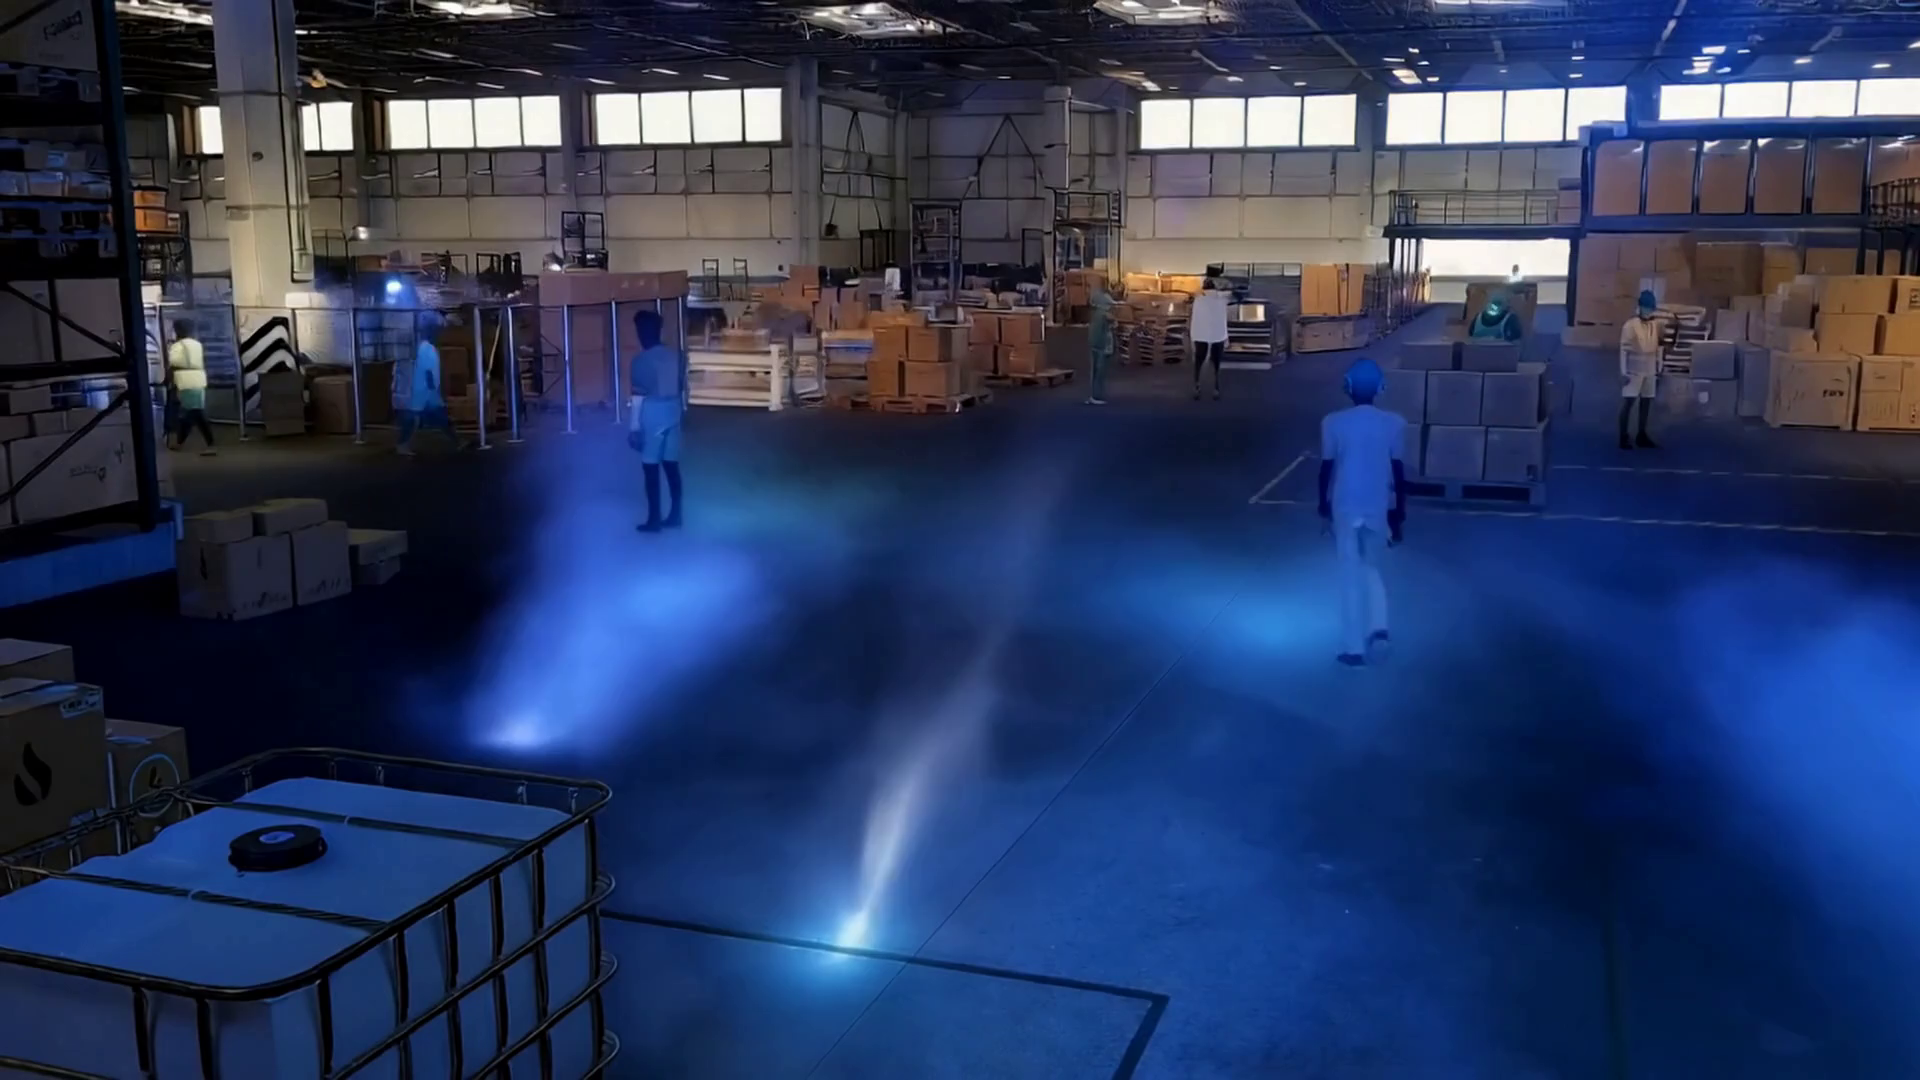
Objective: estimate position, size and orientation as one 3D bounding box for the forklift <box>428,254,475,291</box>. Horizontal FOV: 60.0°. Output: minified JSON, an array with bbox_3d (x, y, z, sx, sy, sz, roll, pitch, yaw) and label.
[{"bbox_3d":[-20.133,-10.254,65.465,1.157,1.987,2.680,3,11,19],"label":"forklift"}]

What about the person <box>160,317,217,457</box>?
[{"bbox_3d":[-9.212,-1.813,19.741,0.874,1.648,0.552,2,10,9],"label":"person"}]

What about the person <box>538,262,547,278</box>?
[{"bbox_3d":[-15.477,-9.348,61.533,0.762,1.889,0.647,-3,11,-17],"label":"person"}]

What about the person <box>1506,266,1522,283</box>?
[{"bbox_3d":[17.790,-7.900,53.491,0.584,1.847,0.942,-3,10,-15],"label":"person"}]

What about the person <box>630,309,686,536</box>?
[{"bbox_3d":[-2.624,-1.006,14.354,0.390,1.957,0.603,7,12,33],"label":"person"}]

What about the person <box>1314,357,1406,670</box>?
[{"bbox_3d":[2.354,-0.150,9.849,0.494,1.847,0.420,-1,10,-6],"label":"person"}]

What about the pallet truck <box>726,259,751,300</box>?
[{"bbox_3d":[-7.986,-9.493,62.019,0.823,1.965,1.885,3,11,17],"label":"pallet truck"}]

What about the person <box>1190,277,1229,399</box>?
[{"bbox_3d":[4.051,-3.263,26.971,0.625,1.982,0.399,1,10,5],"label":"person"}]

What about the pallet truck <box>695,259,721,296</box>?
[{"bbox_3d":[-9.165,-9.627,62.776,0.823,1.965,1.885,4,11,23],"label":"pallet truck"}]

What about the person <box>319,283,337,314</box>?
[{"bbox_3d":[-12.563,-4.202,32.921,0.475,1.756,0.534,4,11,22],"label":"person"}]

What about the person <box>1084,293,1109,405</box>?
[{"bbox_3d":[2.165,-2.980,26.022,0.331,1.761,0.527,-5,11,-28],"label":"person"}]

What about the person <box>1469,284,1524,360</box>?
[{"bbox_3d":[6.695,-2.226,20.973,0.712,2.000,0.538,9,13,41],"label":"person"}]

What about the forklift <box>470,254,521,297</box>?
[{"bbox_3d":[-17.990,-10.121,64.684,1.157,1.987,2.680,3,11,17],"label":"forklift"}]

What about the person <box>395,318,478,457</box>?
[{"bbox_3d":[-6.283,-1.812,19.769,0.971,1.627,0.551,-3,10,-15],"label":"person"}]

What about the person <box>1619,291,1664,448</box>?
[{"bbox_3d":[8.404,-2.091,20.500,0.552,1.937,0.356,-2,10,-9],"label":"person"}]

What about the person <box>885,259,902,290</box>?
[{"bbox_3d":[-2.403,-9.175,60.287,0.614,1.993,1.068,0,10,3],"label":"person"}]
